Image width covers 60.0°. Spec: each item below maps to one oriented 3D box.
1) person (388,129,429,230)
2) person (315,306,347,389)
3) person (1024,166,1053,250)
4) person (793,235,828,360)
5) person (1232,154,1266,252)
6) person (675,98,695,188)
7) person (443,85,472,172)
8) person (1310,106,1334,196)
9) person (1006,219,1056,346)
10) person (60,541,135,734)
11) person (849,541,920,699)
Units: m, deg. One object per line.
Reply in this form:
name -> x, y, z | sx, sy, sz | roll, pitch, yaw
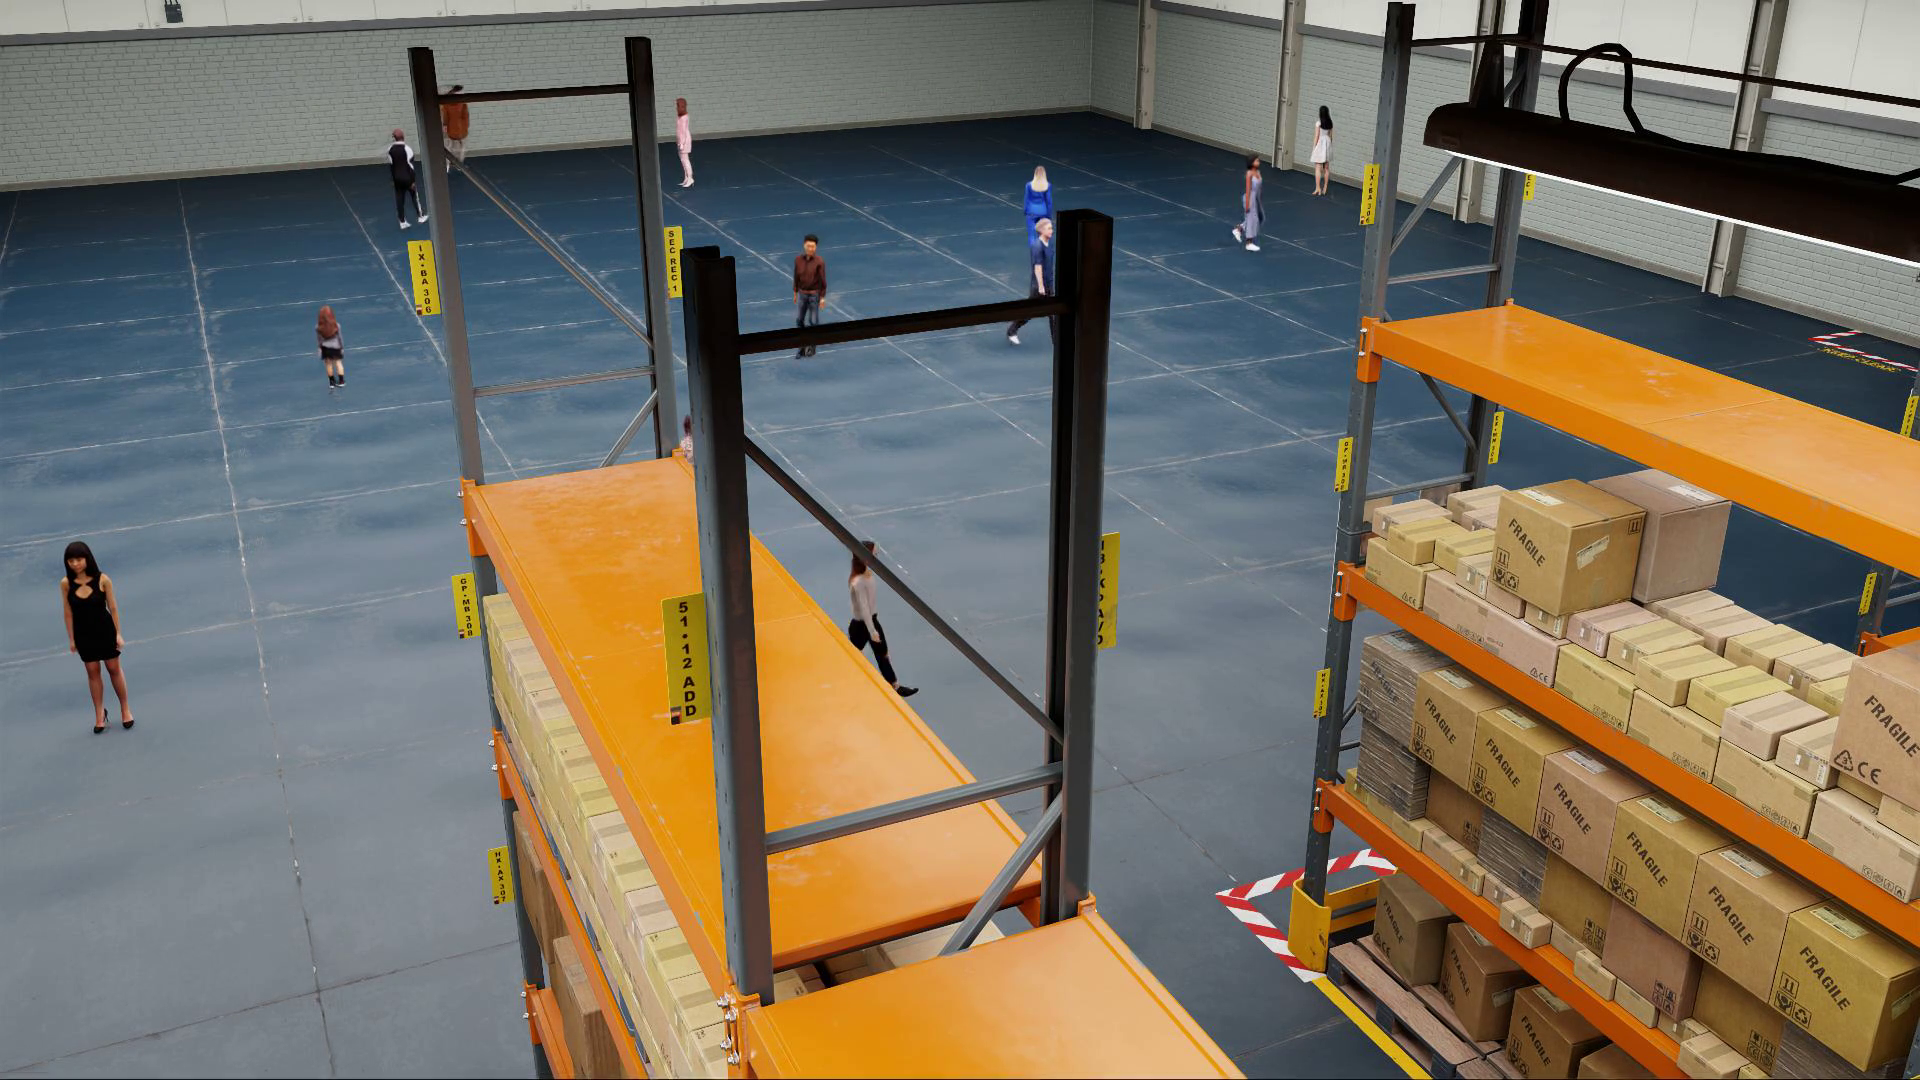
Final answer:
person -> -10.335, -6.651, 30.745 | 1.063, 1.802, 1.174 | 5, 24, 12
person -> -8.350, -2.560, 22.017 | 0.501, 1.103, 0.514 | -7, 24, -17
person -> 1.301, -5.419, 28.016 | 0.899, 1.669, 1.177 | -1, 23, -3
person -> -2.062, -3.408, 23.182 | 0.879, 1.752, 0.939 | 7, 24, 16
person -> 5.062, -5.950, 29.243 | 0.931, 1.687, 0.804 | 16, 28, 33
person -> -5.700, -8.237, 34.478 | 0.715, 1.799, 0.528 | -5, 24, -12
person -> -10.939, -8.918, 36.073 | 0.988, 1.804, 0.923 | -4, 23, -10
person -> 7.345, -7.900, 33.719 | 0.652, 1.773, 0.637 | -9, 25, -20
person -> 1.068, -3.600, 23.533 | 1.272, 1.832, 1.065 | 15, 27, 31
person -> -7.004, 0.771, 13.484 | 0.577, 1.650, 0.516 | -7, 24, -15
person -> -0.875, 0.719, 13.876 | 0.985, 1.440, 0.967 | 6, 24, 14
